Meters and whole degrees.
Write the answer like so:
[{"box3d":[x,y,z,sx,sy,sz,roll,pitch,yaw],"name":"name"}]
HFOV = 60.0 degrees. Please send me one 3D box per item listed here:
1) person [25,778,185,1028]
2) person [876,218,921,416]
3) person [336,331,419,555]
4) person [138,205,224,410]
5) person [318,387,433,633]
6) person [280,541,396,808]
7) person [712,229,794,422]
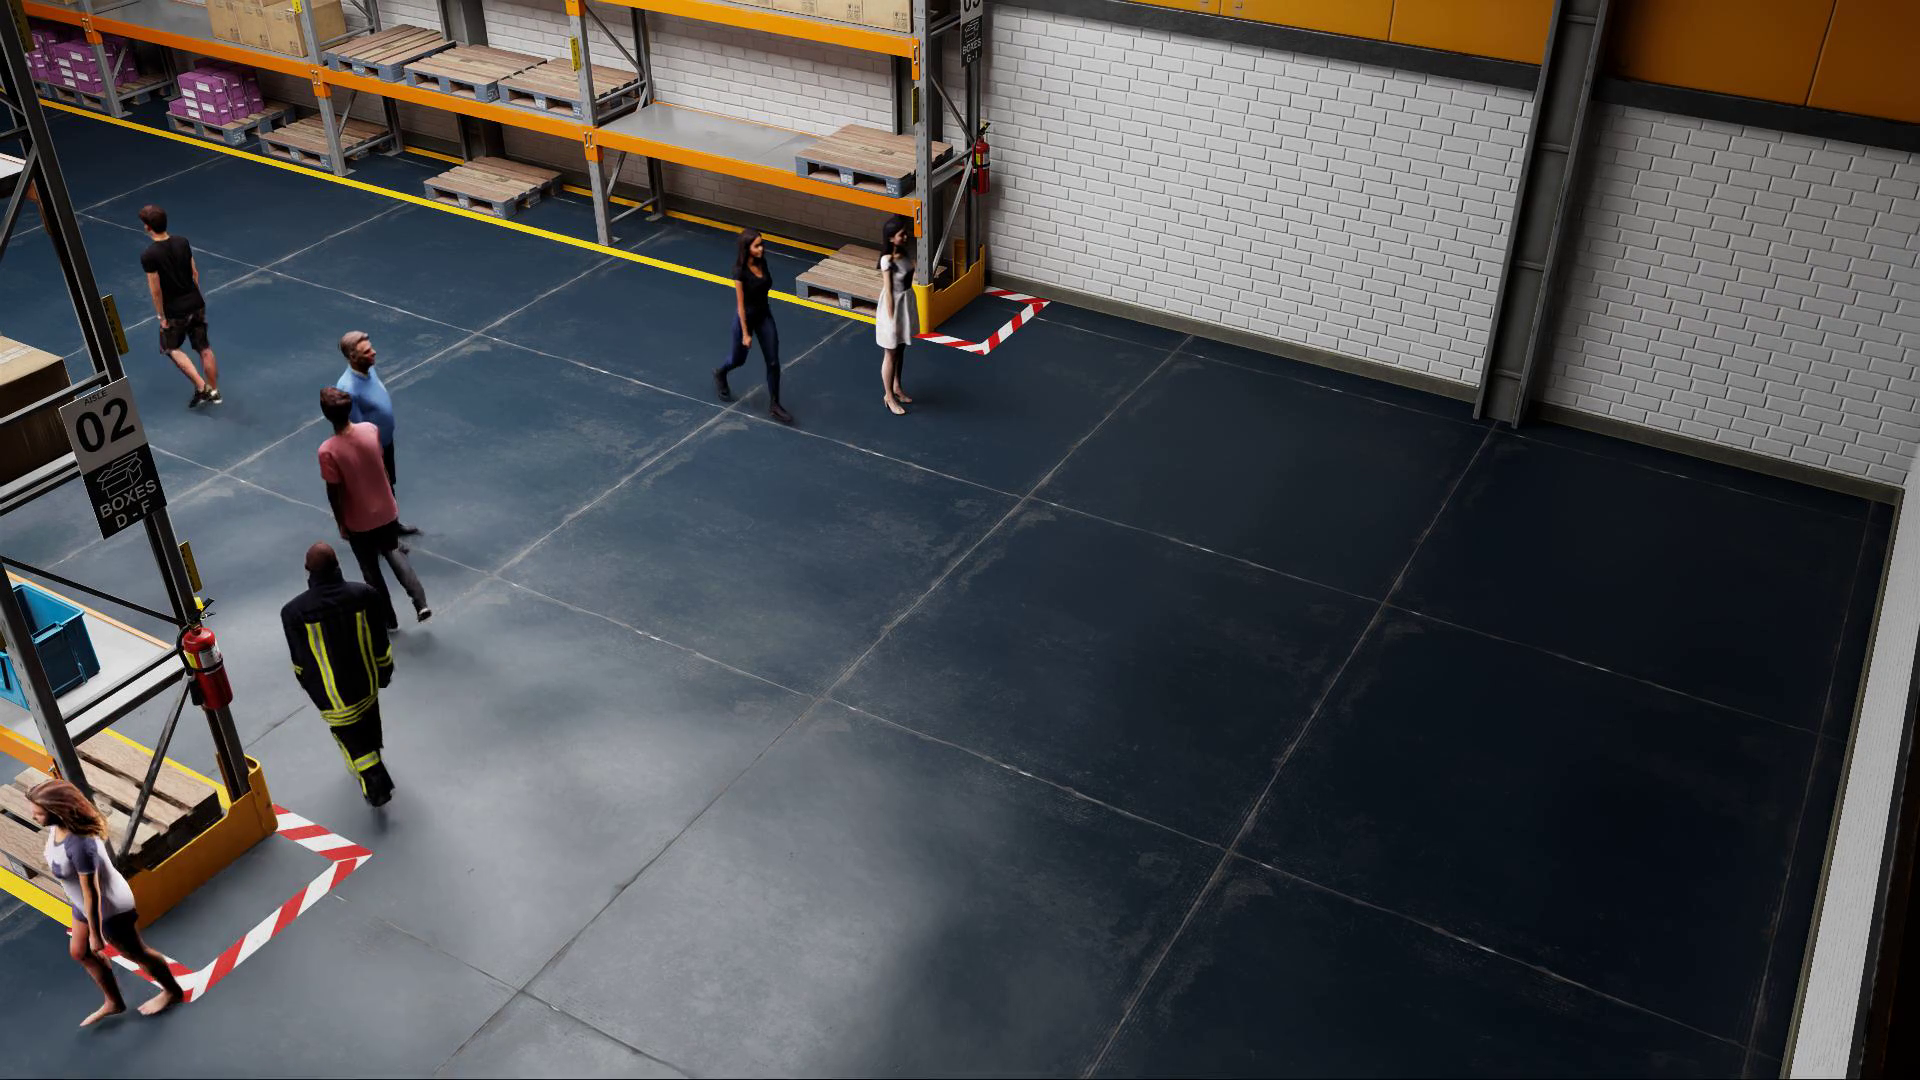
[{"box3d":[-4.396,1.862,8.712,0.843,1.709,0.800,-24,40,-31],"name":"person"},{"box3d":[-0.547,-1.942,14.376,0.688,1.775,0.692,11,35,16],"name":"person"},{"box3d":[-4.437,-0.751,12.549,0.729,1.814,0.740,2,34,2],"name":"person"},{"box3d":[-6.666,-1.989,14.376,0.658,1.852,0.670,17,37,24],"name":"person"},{"box3d":[-4.045,-0.151,11.530,0.887,1.942,0.717,25,41,32],"name":"person"},{"box3d":[-3.753,0.838,10.176,1.032,1.794,1.281,-23,40,-30],"name":"person"},{"box3d":[-1.852,-1.864,14.318,1.170,1.708,0.711,25,41,33],"name":"person"}]
